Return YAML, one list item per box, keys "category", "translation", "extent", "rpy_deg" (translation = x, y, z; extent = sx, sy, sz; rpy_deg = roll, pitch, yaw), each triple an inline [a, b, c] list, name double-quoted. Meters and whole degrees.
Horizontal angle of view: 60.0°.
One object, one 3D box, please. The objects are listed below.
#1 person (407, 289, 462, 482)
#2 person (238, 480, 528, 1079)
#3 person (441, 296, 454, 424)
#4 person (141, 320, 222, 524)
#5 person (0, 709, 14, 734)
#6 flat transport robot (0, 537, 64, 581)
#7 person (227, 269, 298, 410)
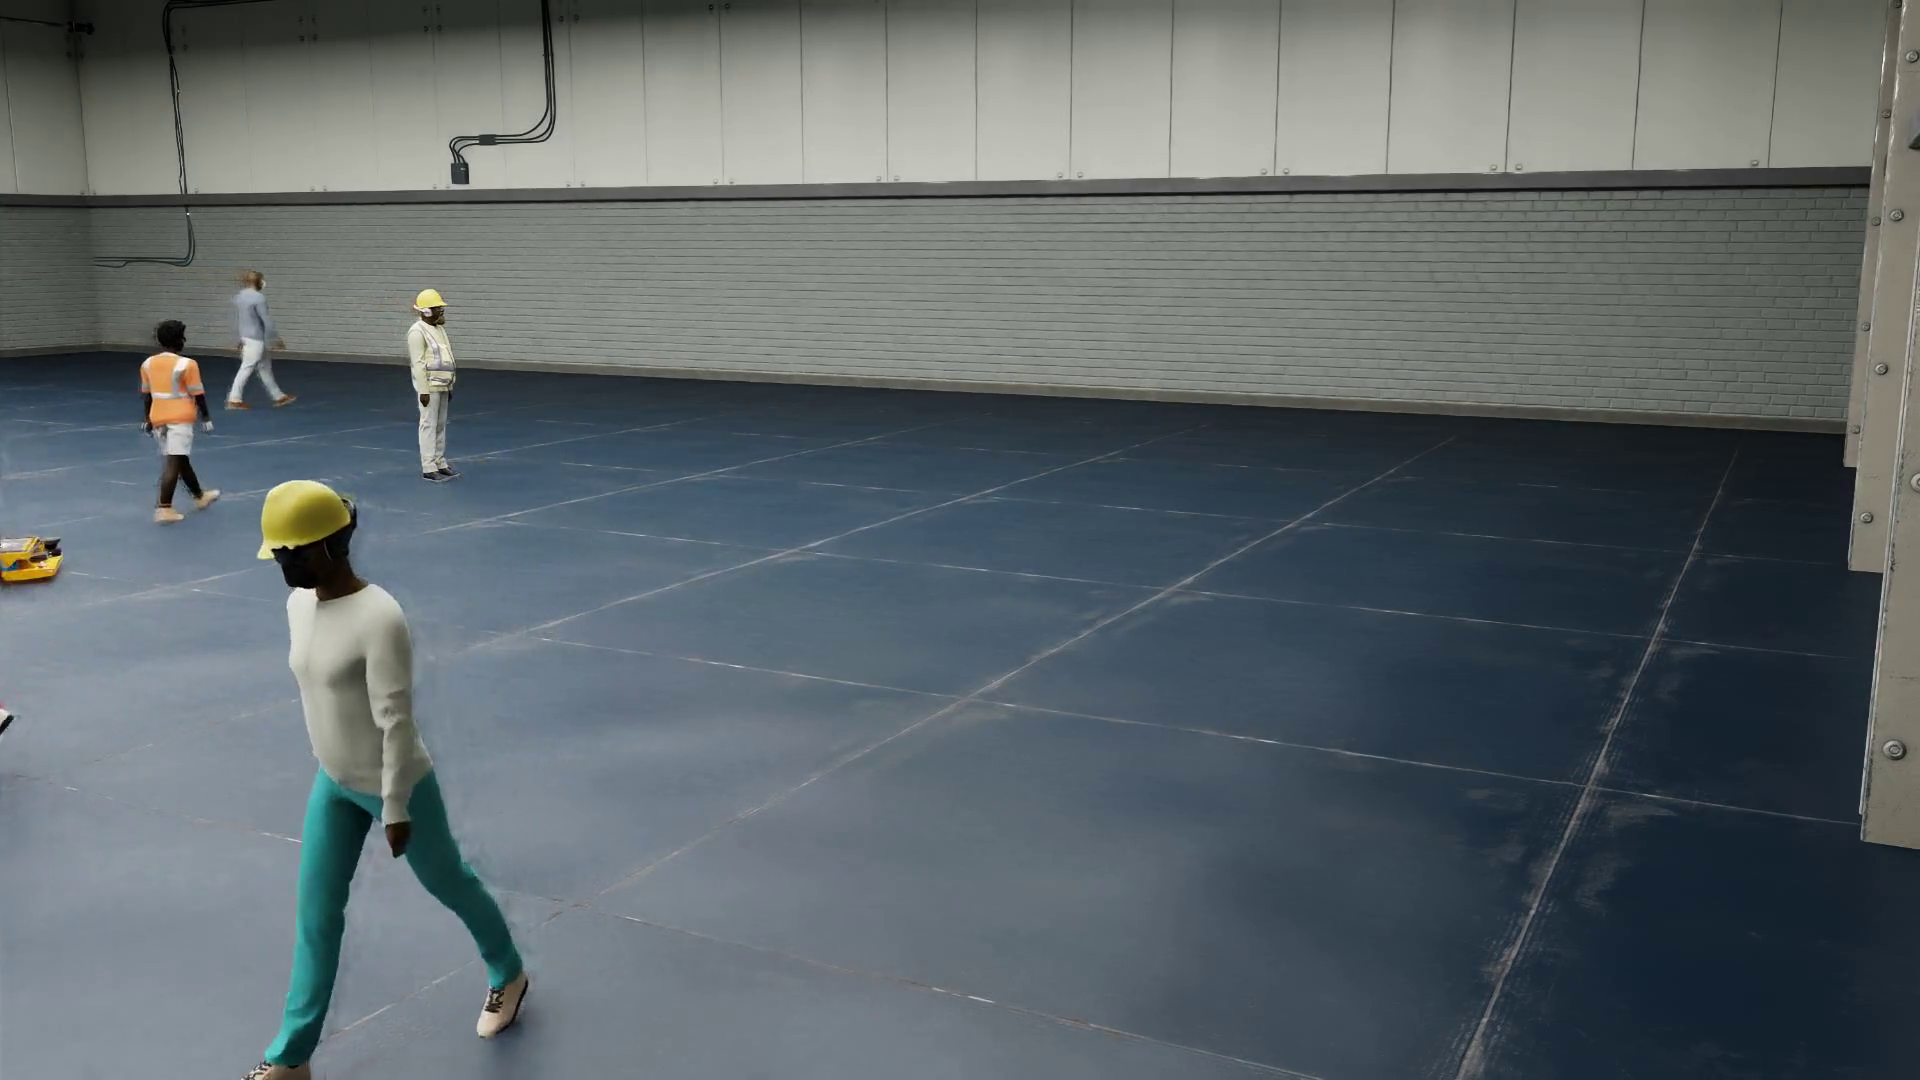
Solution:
- category: "person"
  translation: [-5.043, -1.481, 15.974]
  extent: [0.403, 1.837, 0.591]
  rpy_deg: [1, 10, 5]
- category: "person"
  translation: [-1.638, 0.660, 4.661]
  extent: [0.569, 1.706, 0.945]
  rpy_deg: [7, 13, 35]
- category: "person"
  translation: [-6.543, -2.253, 20.780]
  extent: [0.380, 1.618, 0.522]
  rpy_deg: [-1, 10, -3]
- category: "person"
  translation: [-6.446, -0.992, 13.805]
  extent: [0.552, 1.648, 0.868]
  rpy_deg: [4, 11, 20]
- category: "person"
  translation: [-4.502, 0.141, 7.340]
  extent: [0.400, 1.751, 0.555]
  rpy_deg: [-1, 10, -6]
- category: "flat transport robot"
  translation: [-6.941, 0.158, 11.313]
  extent: [1.431, 0.197, 0.652]
  rpy_deg: [-4, 11, -23]
- category: "person"
  translation: [-9.554, -2.711, 22.562]
  extent: [1.007, 1.893, 0.636]
  rpy_deg: [-9, 14, -42]
